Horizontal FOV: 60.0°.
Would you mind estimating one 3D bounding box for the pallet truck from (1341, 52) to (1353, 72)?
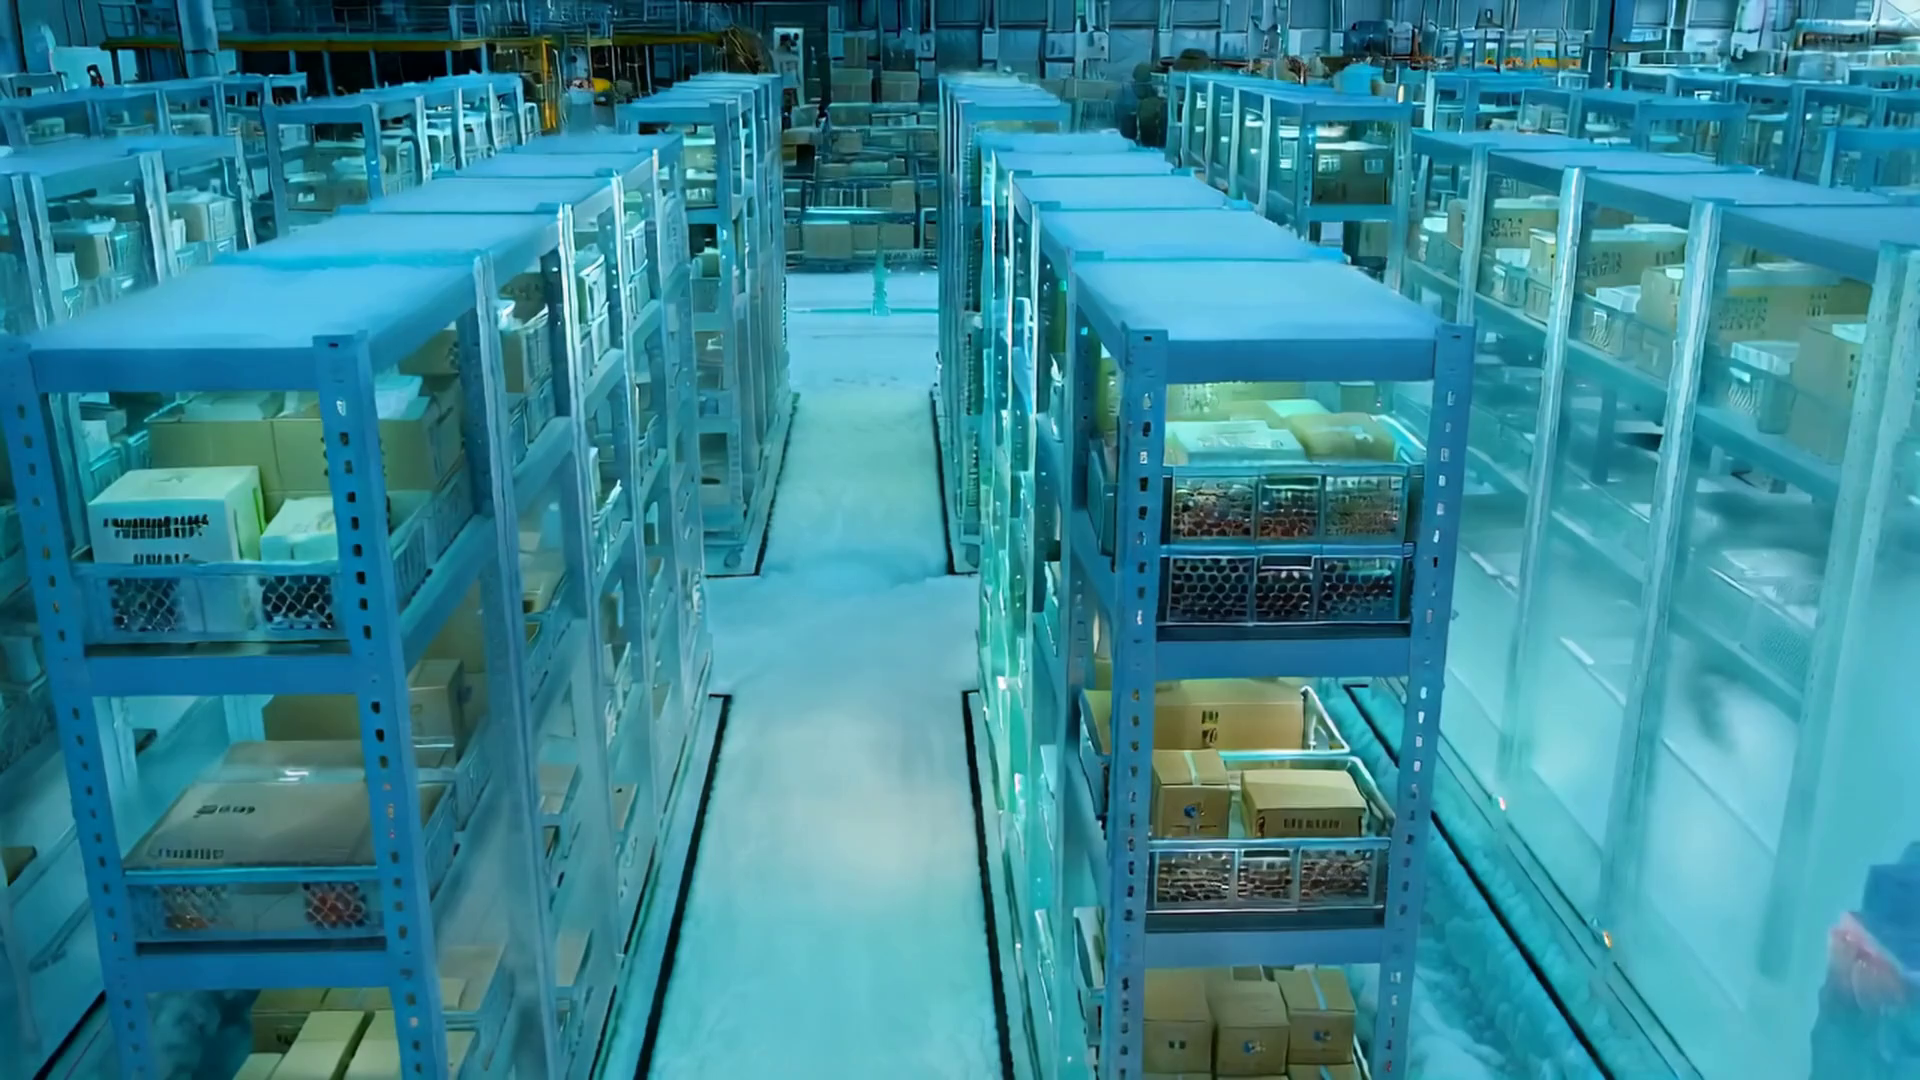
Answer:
[{"bbox_3d":[18.794,-23.123,82.231,0.823,1.965,1.885,-13,22,-35],"label":"pallet truck"}]

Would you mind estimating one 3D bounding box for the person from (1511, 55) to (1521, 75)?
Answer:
[{"bbox_3d":[26.636,-22.275,79.748,0.618,1.905,0.453,-13,22,-34],"label":"person"}]

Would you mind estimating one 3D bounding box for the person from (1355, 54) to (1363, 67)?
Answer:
[{"bbox_3d":[19.978,-23.381,83.311,0.438,1.829,0.633,7,19,20],"label":"person"}]

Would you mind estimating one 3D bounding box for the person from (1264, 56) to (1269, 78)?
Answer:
[{"bbox_3d":[15.706,-24.170,86.015,0.868,1.658,0.537,15,23,38],"label":"person"}]

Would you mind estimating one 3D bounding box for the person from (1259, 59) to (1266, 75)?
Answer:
[{"bbox_3d":[13.695,-20.844,75.369,1.036,1.888,0.653,9,20,26],"label":"person"}]

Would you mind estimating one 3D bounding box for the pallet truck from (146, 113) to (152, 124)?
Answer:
[{"bbox_3d":[-18.087,-8.309,36.390,1.885,1.965,0.823,-1,18,-4],"label":"pallet truck"}]

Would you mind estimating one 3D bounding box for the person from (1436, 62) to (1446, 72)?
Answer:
[{"bbox_3d":[21.919,-20.941,75.919,0.553,1.717,0.488,-3,18,-10],"label":"person"}]

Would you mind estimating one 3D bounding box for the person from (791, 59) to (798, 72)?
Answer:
[{"bbox_3d":[-8.985,-25.929,91.024,0.356,1.930,0.587,16,24,41],"label":"person"}]

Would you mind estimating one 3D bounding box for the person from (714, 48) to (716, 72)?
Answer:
[{"bbox_3d":[-13.871,-26.852,93.776,0.375,1.995,0.609,-7,19,-20],"label":"person"}]

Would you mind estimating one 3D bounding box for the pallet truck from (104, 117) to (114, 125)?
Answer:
[{"bbox_3d":[-18.367,-7.885,35.078,1.885,1.965,0.823,1,18,2],"label":"pallet truck"}]

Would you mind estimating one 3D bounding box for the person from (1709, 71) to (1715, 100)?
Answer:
[{"bbox_3d":[29.394,-17.629,65.283,0.614,1.962,0.366,2,18,8],"label":"person"}]

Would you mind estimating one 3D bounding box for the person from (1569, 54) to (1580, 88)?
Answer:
[{"bbox_3d":[29.631,-22.414,80.154,0.375,1.922,0.594,12,21,32],"label":"person"}]

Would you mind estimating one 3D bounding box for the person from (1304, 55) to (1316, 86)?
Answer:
[{"bbox_3d":[16.719,-22.195,79.479,0.376,1.935,0.629,-14,22,-36],"label":"person"}]

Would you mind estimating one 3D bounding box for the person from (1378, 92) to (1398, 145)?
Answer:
[{"bbox_3d":[12.505,-12.154,48.570,0.610,1.818,0.555,-1,18,-2],"label":"person"}]

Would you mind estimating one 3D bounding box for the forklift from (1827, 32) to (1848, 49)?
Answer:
[{"bbox_3d":[46.023,-25.321,87.619,1.129,2.768,1.873,-1,18,-2],"label":"forklift"}]

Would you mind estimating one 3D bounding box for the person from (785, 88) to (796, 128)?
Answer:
[{"bbox_3d":[-5.760,-15.133,57.480,0.866,2.023,0.602,7,19,21],"label":"person"}]

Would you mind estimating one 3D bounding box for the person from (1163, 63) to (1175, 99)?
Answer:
[{"bbox_3d":[8.295,-17.717,65.432,0.674,2.000,0.535,-3,18,-8],"label":"person"}]

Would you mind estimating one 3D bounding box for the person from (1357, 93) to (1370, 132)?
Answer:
[{"bbox_3d":[12.279,-12.772,50.701,0.543,1.679,0.480,0,18,1],"label":"person"}]

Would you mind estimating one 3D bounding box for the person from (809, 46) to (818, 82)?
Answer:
[{"bbox_3d":[-8.261,-26.912,94.037,0.615,1.945,0.406,-16,24,-41],"label":"person"}]

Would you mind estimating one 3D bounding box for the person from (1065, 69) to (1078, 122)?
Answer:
[{"bbox_3d":[4.149,-16.547,61.959,0.701,1.941,0.751,9,20,27],"label":"person"}]

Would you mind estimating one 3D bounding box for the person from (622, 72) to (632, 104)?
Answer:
[{"bbox_3d":[-12.298,-16.478,61.923,0.983,1.832,0.605,2,18,7],"label":"person"}]

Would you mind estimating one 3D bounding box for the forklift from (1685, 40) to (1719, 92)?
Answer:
[{"bbox_3d":[30.955,-19.429,69.387,1.129,2.768,1.873,-1,18,-2],"label":"forklift"}]

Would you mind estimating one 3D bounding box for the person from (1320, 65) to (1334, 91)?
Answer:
[{"bbox_3d":[15.174,-18.707,68.802,0.433,1.850,0.518,-12,22,-33],"label":"person"}]

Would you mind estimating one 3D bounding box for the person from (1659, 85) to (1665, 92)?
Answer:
[{"bbox_3d":[25.251,-15.732,59.453,0.547,1.938,0.377,8,20,24],"label":"person"}]

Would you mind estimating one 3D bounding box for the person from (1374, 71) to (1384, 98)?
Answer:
[{"bbox_3d":[16.219,-17.250,64.430,0.329,1.765,0.533,2,18,6],"label":"person"}]

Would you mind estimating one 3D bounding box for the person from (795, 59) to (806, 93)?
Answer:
[{"bbox_3d":[-7.908,-23.232,82.694,0.556,1.922,0.721,-3,18,-8],"label":"person"}]
